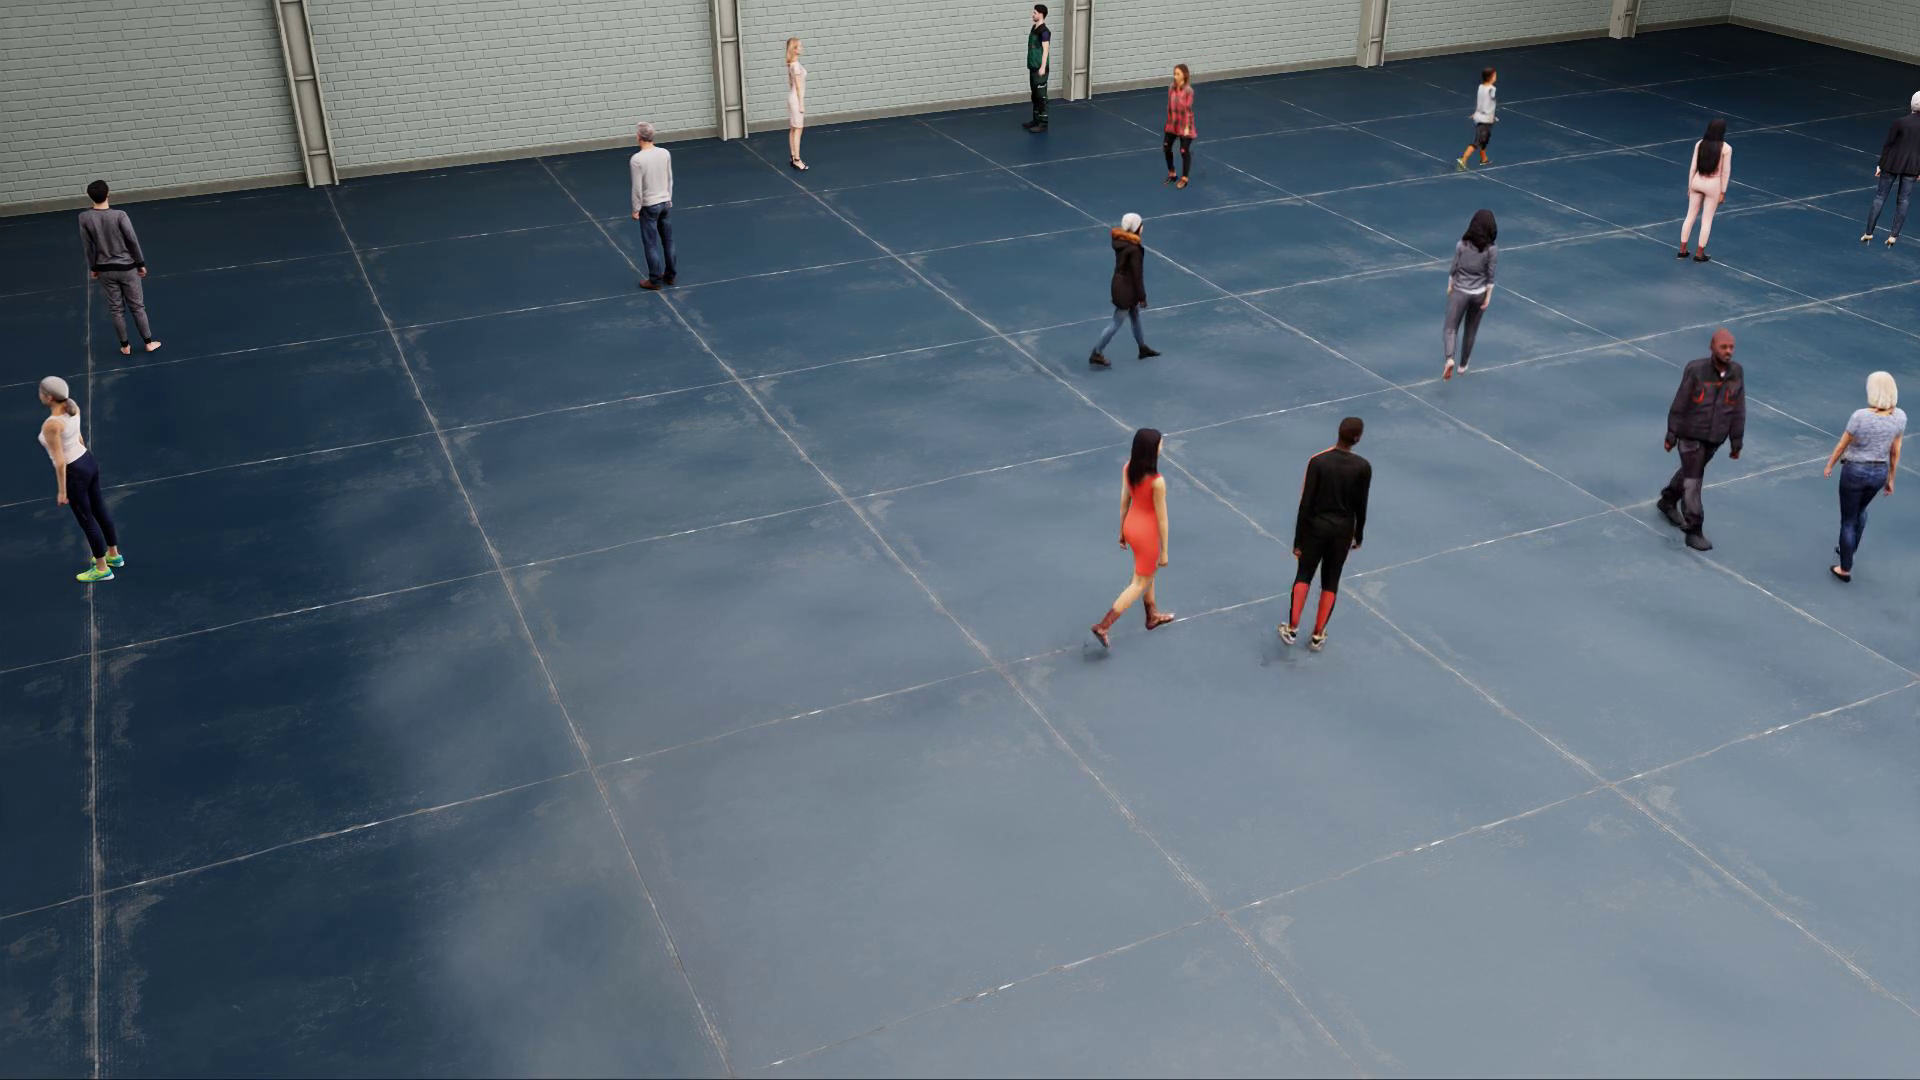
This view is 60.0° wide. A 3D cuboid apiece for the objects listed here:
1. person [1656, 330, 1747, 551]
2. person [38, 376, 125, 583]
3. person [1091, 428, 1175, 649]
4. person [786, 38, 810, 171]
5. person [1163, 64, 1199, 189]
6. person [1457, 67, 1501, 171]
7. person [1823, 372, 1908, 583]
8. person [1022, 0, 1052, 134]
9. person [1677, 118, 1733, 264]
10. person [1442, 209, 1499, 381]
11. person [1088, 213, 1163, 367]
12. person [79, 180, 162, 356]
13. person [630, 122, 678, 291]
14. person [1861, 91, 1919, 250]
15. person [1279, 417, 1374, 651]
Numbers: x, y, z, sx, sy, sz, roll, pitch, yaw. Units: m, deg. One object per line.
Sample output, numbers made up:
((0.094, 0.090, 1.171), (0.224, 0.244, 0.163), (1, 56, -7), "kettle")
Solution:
((6.063, -0.897, 13.693), (1.218, 1.785, 1.029), (-3, 28, -6), "person")
((-6.899, -0.495, 13.026), (0.663, 1.703, 0.670), (0, 28, -1), "person")
((1.268, 0.013, 12.080), (1.112, 1.696, 0.726), (-18, 33, -31), "person")
((-2.338, -6.190, 23.585), (0.544, 1.830, 0.596), (-8, 29, -14), "person")
((3.075, -5.666, 22.753), (0.720, 1.686, 0.739), (24, 36, 37), "person")
((7.444, -6.044, 23.731), (1.024, 1.434, 0.644), (-16, 32, -27), "person")
((7.076, -0.452, 12.959), (0.827, 1.691, 0.846), (1, 28, 1), "person")
((1.215, -7.239, 25.479), (0.624, 1.901, 0.703), (-8, 29, -14), "person")
((8.955, -4.204, 19.971), (0.626, 1.721, 0.673), (-22, 35, -35), "person")
((5.050, -2.404, 16.567), (0.986, 1.743, 1.028), (9, 29, 16), "person")
((1.619, -2.511, 16.927), (1.108, 1.594, 0.797), (-6, 29, -10), "person")
((-8.750, -2.830, 17.263), (0.559, 1.842, 0.787), (-7, 29, -12), "person")
((-3.508, -3.835, 19.076), (0.879, 1.911, 0.731), (22, 35, 35), "person")
((10.504, -4.173, 18.634), (0.822, 1.783, 0.792), (10, 30, 17), "person")
((2.651, -0.017, 12.052), (0.785, 1.774, 0.880), (-2, 28, -4), "person")
